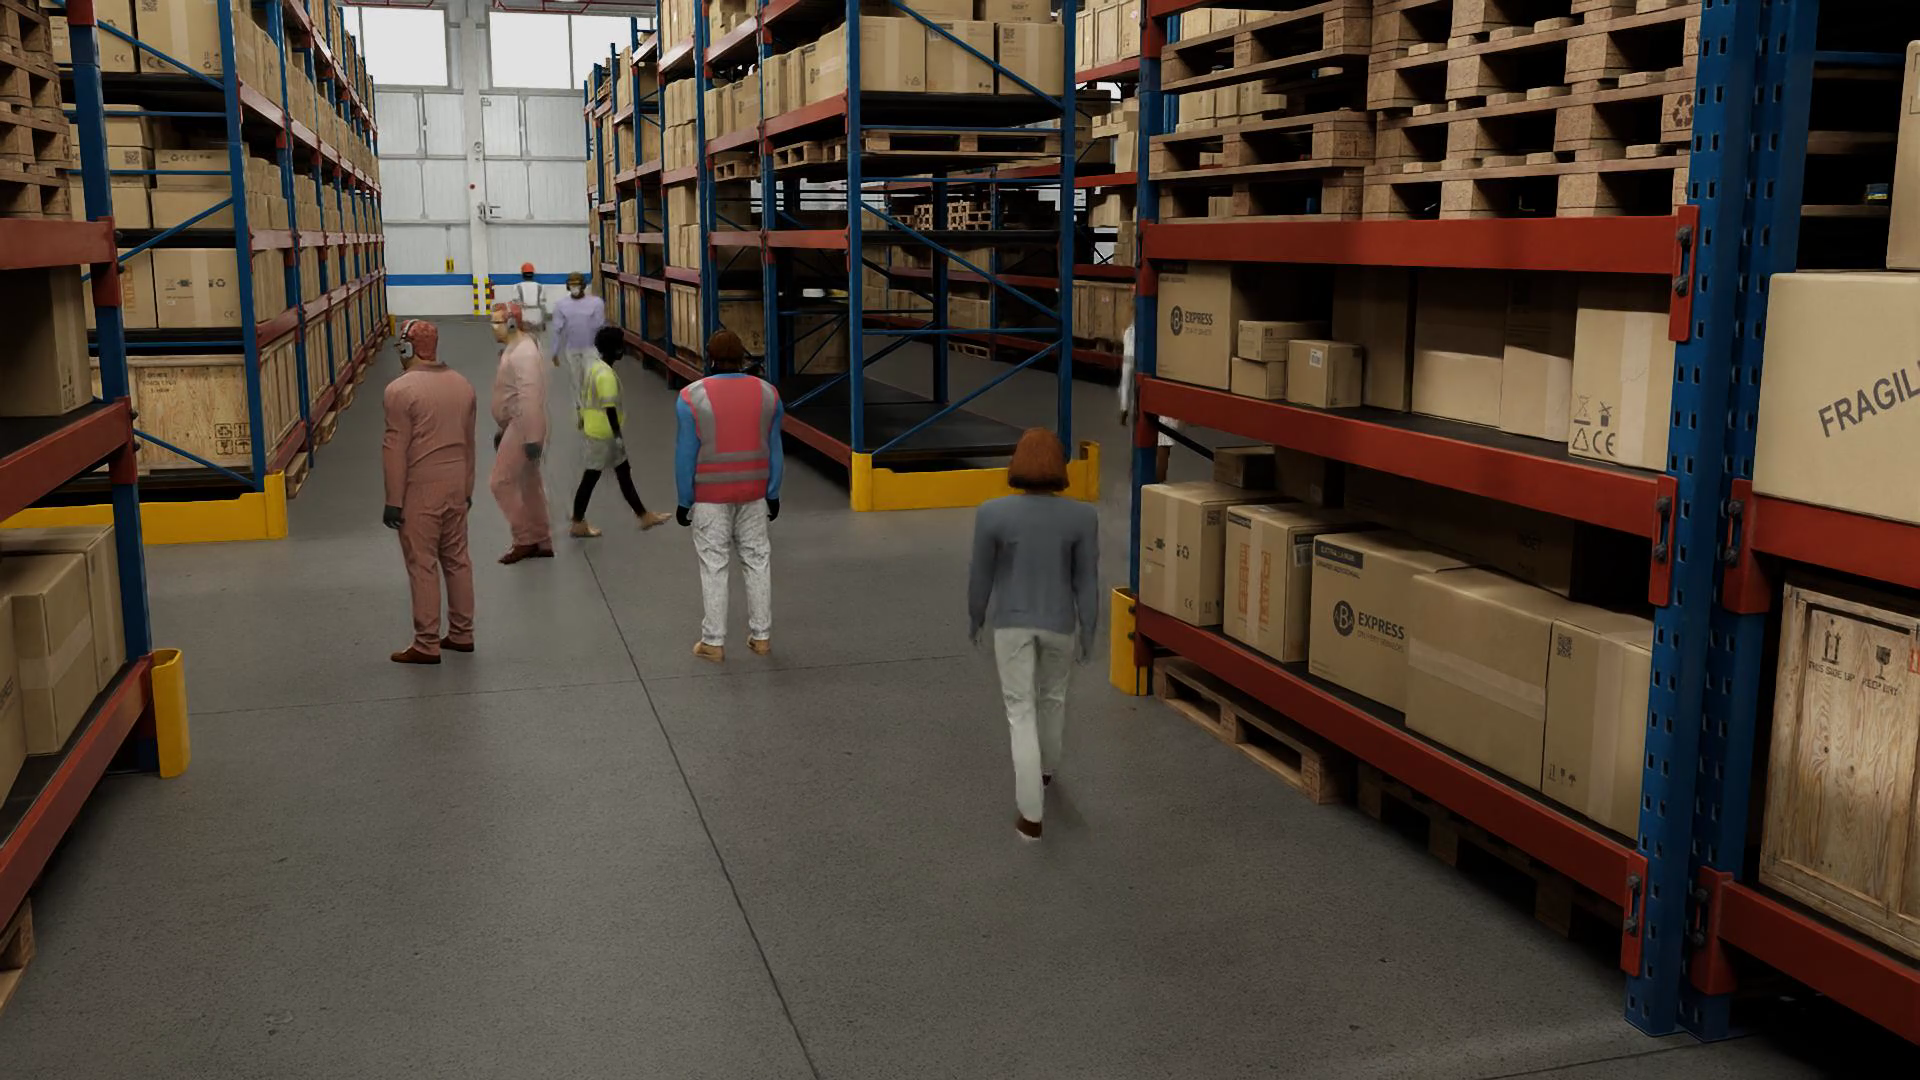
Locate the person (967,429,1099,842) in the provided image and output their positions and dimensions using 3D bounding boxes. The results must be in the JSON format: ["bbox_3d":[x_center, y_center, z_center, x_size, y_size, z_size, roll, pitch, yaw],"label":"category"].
[{"bbox_3d":[0.286,0.347,6.711,0.507,1.587,0.859,-1,10,-7],"label":"person"}]

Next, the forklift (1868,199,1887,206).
[{"bbox_3d":[11.338,-2.915,21.052,1.129,2.768,1.873,-3,11,-17],"label":"forklift"}]

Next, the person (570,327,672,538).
[{"bbox_3d":[-2.672,-0.829,12.956,0.861,1.649,0.548,-2,11,-13],"label":"person"}]

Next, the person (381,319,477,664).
[{"bbox_3d":[-2.963,-0.269,9.243,0.400,1.901,0.642,4,11,23],"label":"person"}]

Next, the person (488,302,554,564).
[{"bbox_3d":[-3.231,-0.771,12.036,0.566,1.884,0.676,-3,11,-15],"label":"person"}]

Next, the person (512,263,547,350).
[{"bbox_3d":[-7.356,-3.756,28.349,0.562,1.889,0.952,-5,11,-25],"label":"person"}]

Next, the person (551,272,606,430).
[{"bbox_3d":[-4.623,-2.275,20.170,0.667,1.919,0.646,-1,10,-5],"label":"person"}]

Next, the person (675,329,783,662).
[{"bbox_3d":[-1.292,-0.246,9.265,0.633,1.842,0.429,-6,12,-29],"label":"person"}]

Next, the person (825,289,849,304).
[{"bbox_3d":[-2.312,-4.401,32.219,0.633,1.807,0.885,-1,10,-7],"label":"person"}]

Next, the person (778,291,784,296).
[{"bbox_3d":[-4.973,-7.149,46.687,0.388,1.996,0.612,7,12,33],"label":"person"}]

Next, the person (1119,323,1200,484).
[{"bbox_3d":[1.693,-1.126,13.643,0.683,2.003,0.737,8,13,37],"label":"person"}]
